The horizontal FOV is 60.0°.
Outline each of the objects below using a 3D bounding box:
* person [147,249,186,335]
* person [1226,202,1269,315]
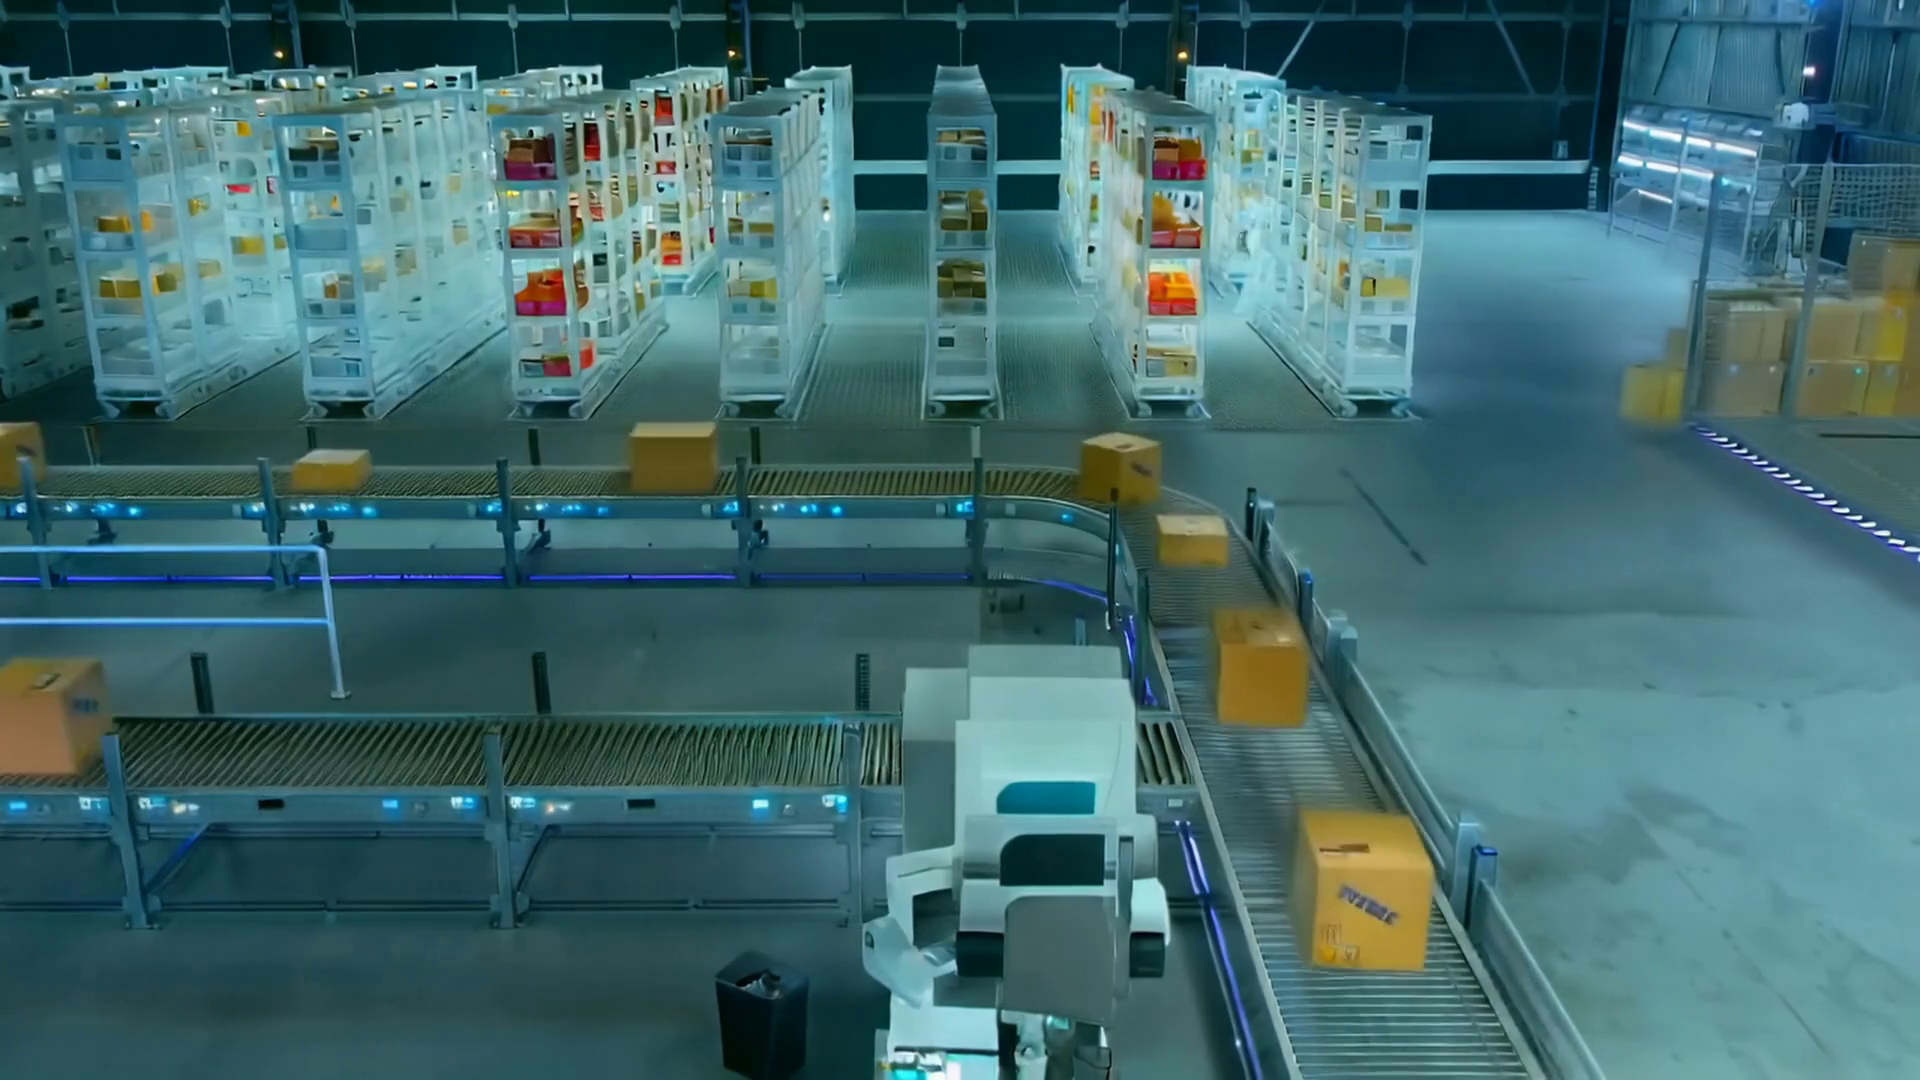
[{"bbox_3d":[-10.943,-3.374,22.923,0.645,1.913,0.866,-1,18,-3],"label":"person"},{"bbox_3d":[4.783,-4.492,26.560,0.944,1.809,0.575,-2,18,-7],"label":"person"}]
